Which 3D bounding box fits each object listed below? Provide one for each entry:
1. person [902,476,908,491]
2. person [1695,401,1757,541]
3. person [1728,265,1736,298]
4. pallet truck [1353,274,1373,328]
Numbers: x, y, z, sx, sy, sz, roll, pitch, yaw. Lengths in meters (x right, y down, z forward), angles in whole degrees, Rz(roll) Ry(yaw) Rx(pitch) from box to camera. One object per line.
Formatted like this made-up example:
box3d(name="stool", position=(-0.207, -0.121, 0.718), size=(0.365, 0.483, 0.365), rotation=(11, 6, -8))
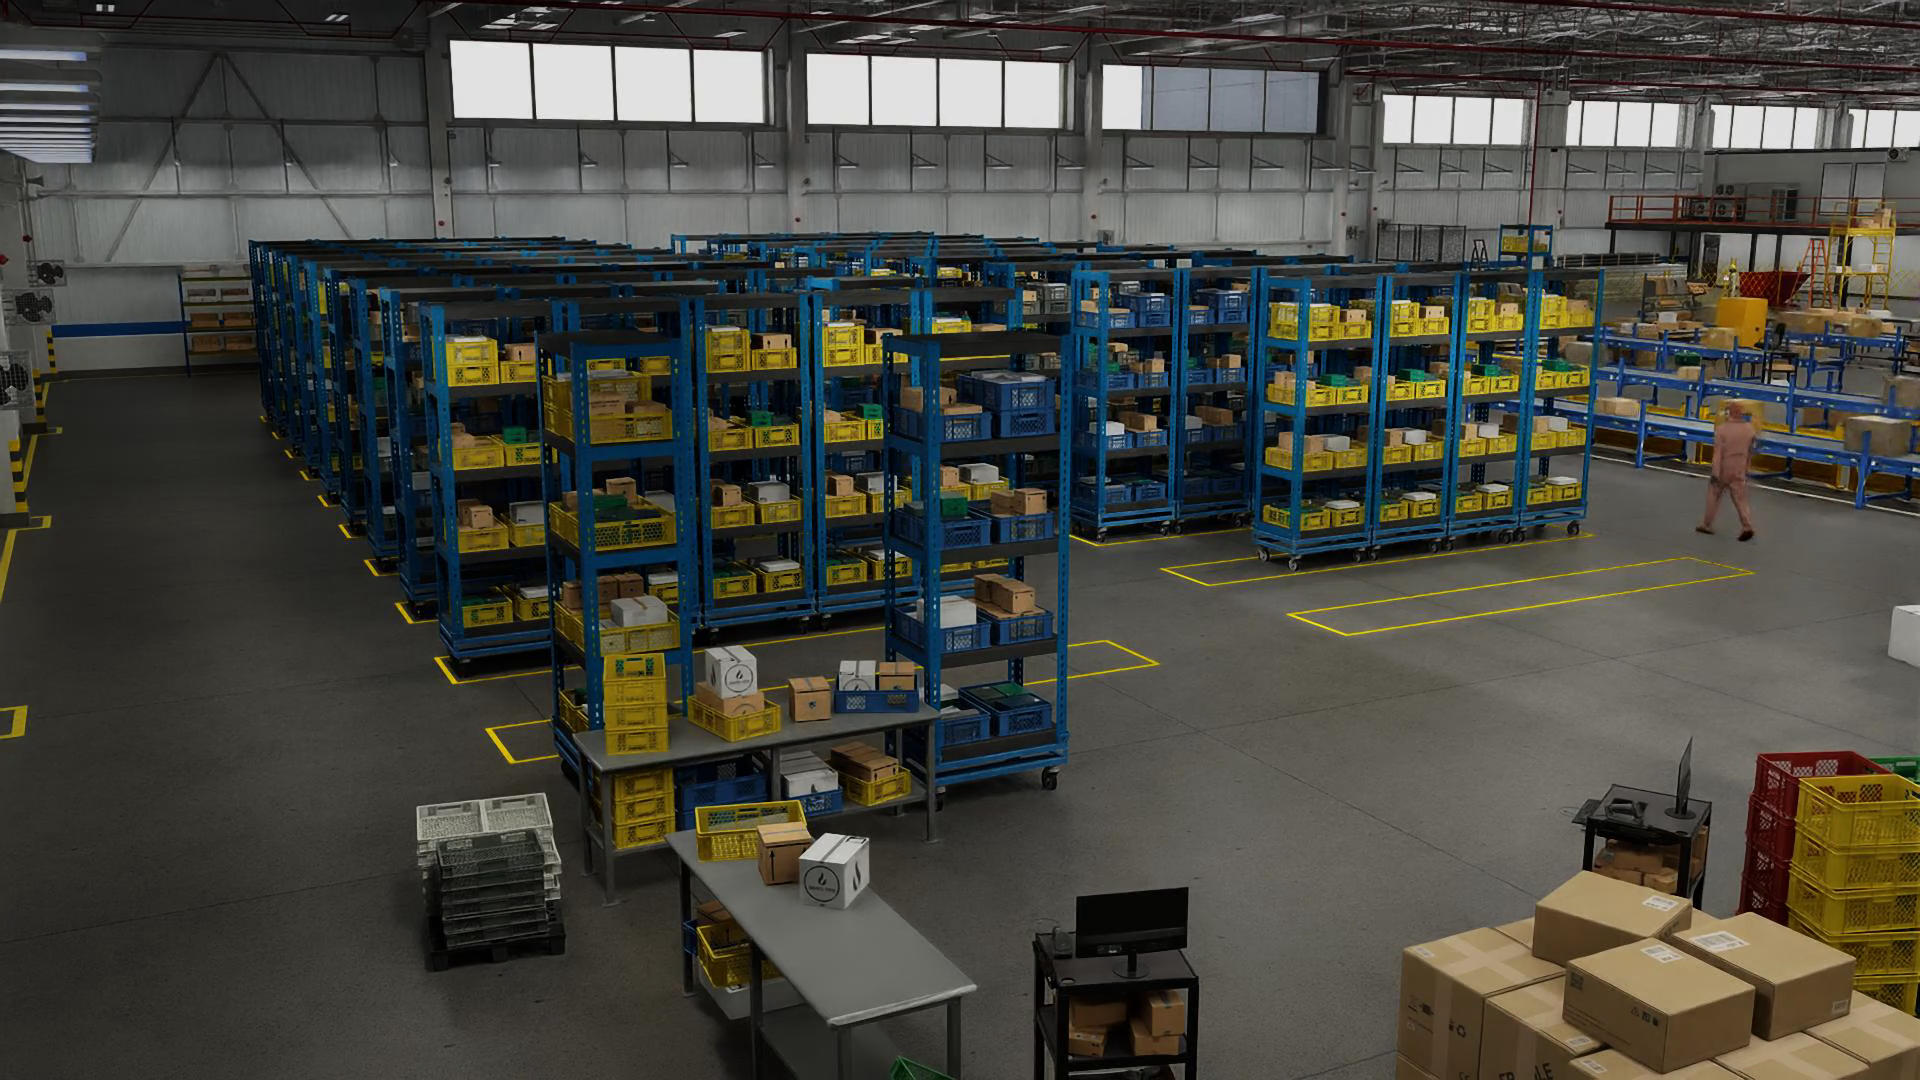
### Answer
box3d(name="person", position=(-0.930, -1.288, 23.609), size=(0.636, 2.005, 0.937), rotation=(-6, 13, -26))
box3d(name="person", position=(10.344, -0.934, 22.274), size=(0.656, 1.869, 0.958), rotation=(-3, 12, -13))
box3d(name="person", position=(28.892, -9.434, 62.321), size=(0.321, 1.740, 0.490), rotation=(5, 13, 21))
box3d(name="pallet truck", position=(13.011, -8.050, 55.243), size=(0.823, 1.965, 1.885), rotation=(-7, 14, -28))
